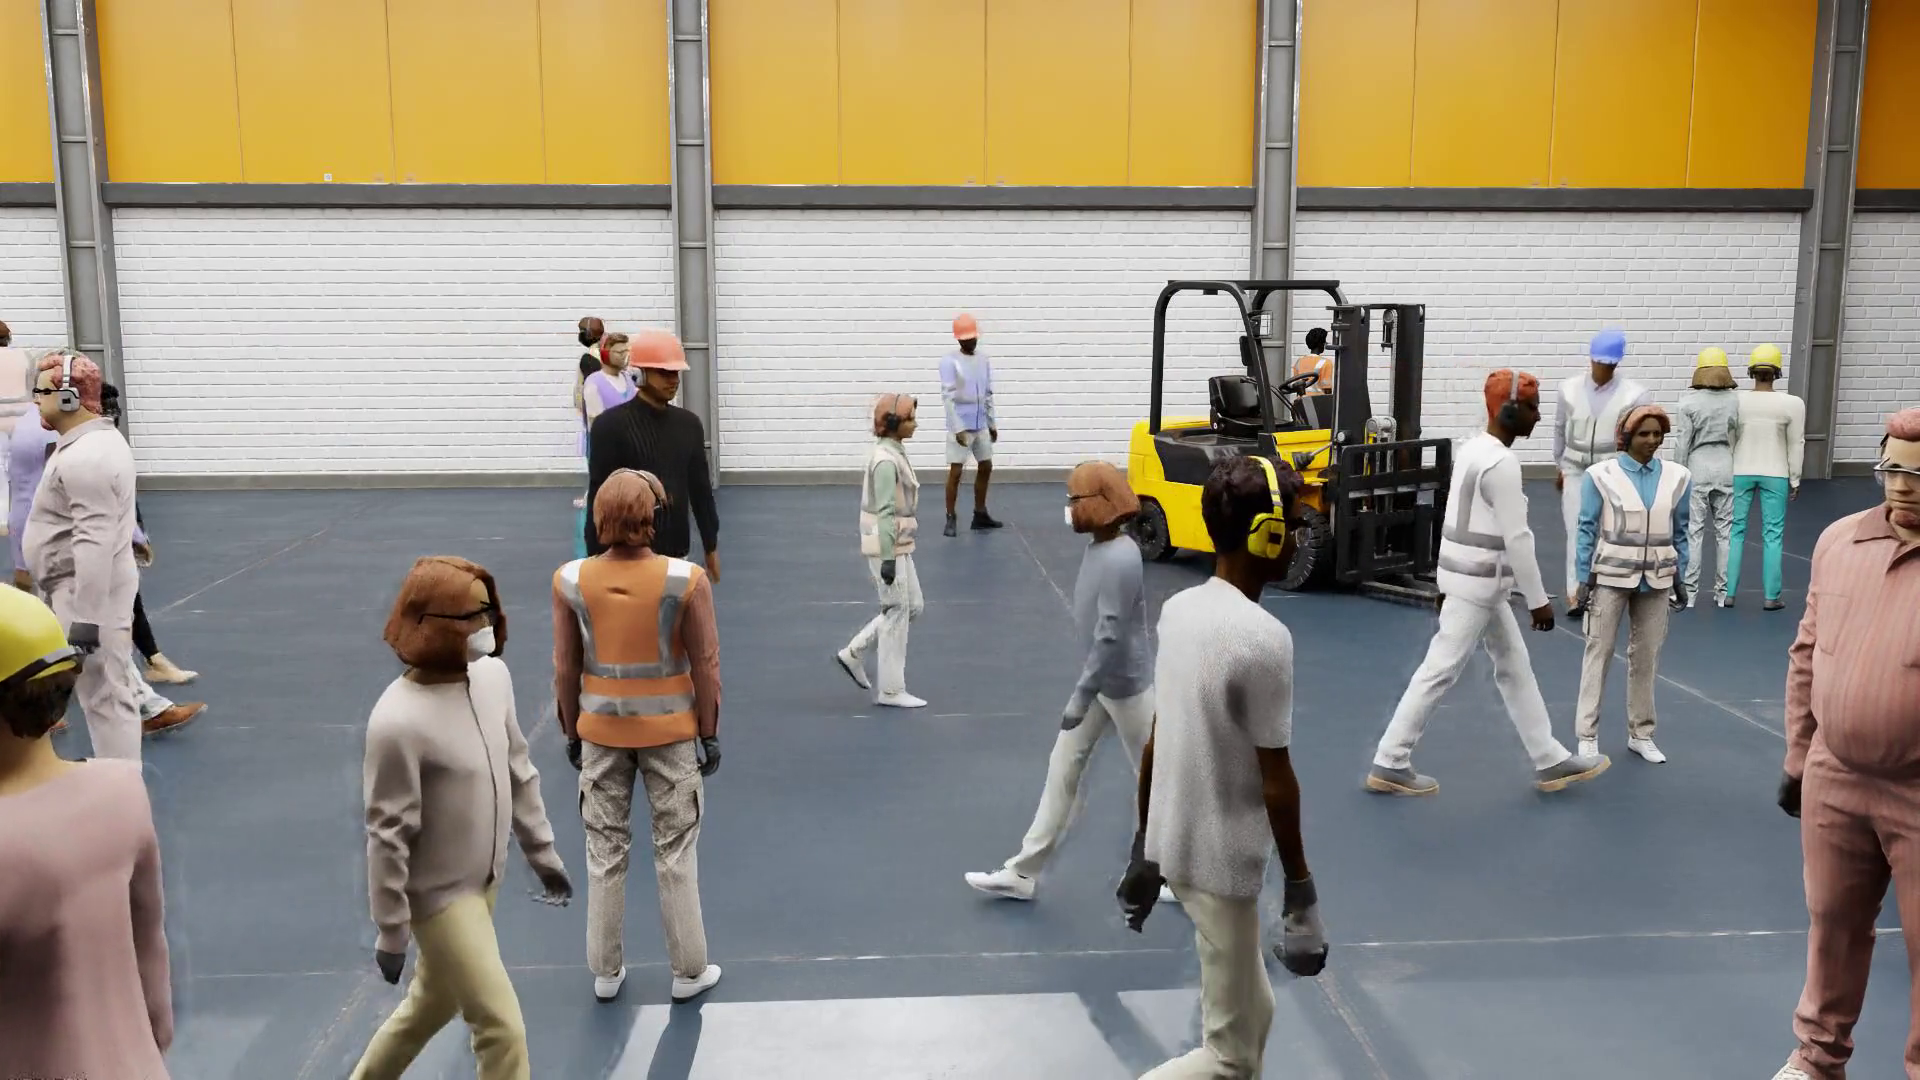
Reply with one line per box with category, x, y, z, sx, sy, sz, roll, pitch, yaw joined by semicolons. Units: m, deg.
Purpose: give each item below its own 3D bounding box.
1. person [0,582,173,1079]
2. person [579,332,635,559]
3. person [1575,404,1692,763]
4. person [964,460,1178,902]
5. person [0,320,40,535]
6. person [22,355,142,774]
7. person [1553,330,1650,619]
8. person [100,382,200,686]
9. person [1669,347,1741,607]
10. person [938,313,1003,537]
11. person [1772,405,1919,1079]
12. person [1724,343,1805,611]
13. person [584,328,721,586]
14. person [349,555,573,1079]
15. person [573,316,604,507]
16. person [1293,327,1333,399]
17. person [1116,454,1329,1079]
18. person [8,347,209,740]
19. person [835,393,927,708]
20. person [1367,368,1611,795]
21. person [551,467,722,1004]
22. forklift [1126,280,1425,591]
person;-1.430;0.928;2.651;0.418;1.755;0.522;1;9;4
person;-2.407;-0.576;11.912;0.945;1.795;0.582;4;10;23
person;3.043;0.204;7.543;0.525;1.637;0.307;0;9;-1
person;0.499;0.511;5.794;0.892;1.574;0.502;-2;9;-12
person;-8.176;-0.963;14.235;0.429;1.840;0.636;7;12;38
person;-3.419;0.234;6.510;0.409;1.907;0.650;-4;10;-23
person;4.160;-0.433;10.828;0.626;1.866;1.048;5;10;29
person;-4.597;-0.026;8.950;0.857;1.652;0.540;0;9;-1
person;4.989;-0.414;11.114;0.484;1.735;0.309;0;9;3
person;0.120;-0.979;14.247;0.726;1.913;0.359;-8;12;-43
person;2.345;0.610;4.169;0.409;1.903;0.638;-6;11;-31
person;5.284;-0.414;11.009;0.525;1.772;0.309;5;10;29
person;-1.328;0.046;7.461;0.548;1.975;0.651;7;11;38
person;-1.197;0.812;3.863;0.836;1.596;0.509;2;9;11
person;-3.410;-1.207;15.799;0.532;1.830;0.645;1;9;7
person;3.572;-1.300;16.824;0.320;1.694;0.531;-5;10;-27
person;0.497;0.728;3.638;0.759;1.839;0.521;-2;9;-13
person;-4.154;0.026;7.903;1.059;1.872;0.649;0;9;-3
person;-0.376;0.057;8.486;0.422;1.621;0.536;0;9;1
person;2.222;0.198;6.972;1.023;1.826;0.580;2;9;10
person;-0.969;0.601;5.036;0.510;1.642;0.308;1;9;5
forklift;2.301;-0.860;12.475;1.214;2.155;2.313;-6;11;-35
